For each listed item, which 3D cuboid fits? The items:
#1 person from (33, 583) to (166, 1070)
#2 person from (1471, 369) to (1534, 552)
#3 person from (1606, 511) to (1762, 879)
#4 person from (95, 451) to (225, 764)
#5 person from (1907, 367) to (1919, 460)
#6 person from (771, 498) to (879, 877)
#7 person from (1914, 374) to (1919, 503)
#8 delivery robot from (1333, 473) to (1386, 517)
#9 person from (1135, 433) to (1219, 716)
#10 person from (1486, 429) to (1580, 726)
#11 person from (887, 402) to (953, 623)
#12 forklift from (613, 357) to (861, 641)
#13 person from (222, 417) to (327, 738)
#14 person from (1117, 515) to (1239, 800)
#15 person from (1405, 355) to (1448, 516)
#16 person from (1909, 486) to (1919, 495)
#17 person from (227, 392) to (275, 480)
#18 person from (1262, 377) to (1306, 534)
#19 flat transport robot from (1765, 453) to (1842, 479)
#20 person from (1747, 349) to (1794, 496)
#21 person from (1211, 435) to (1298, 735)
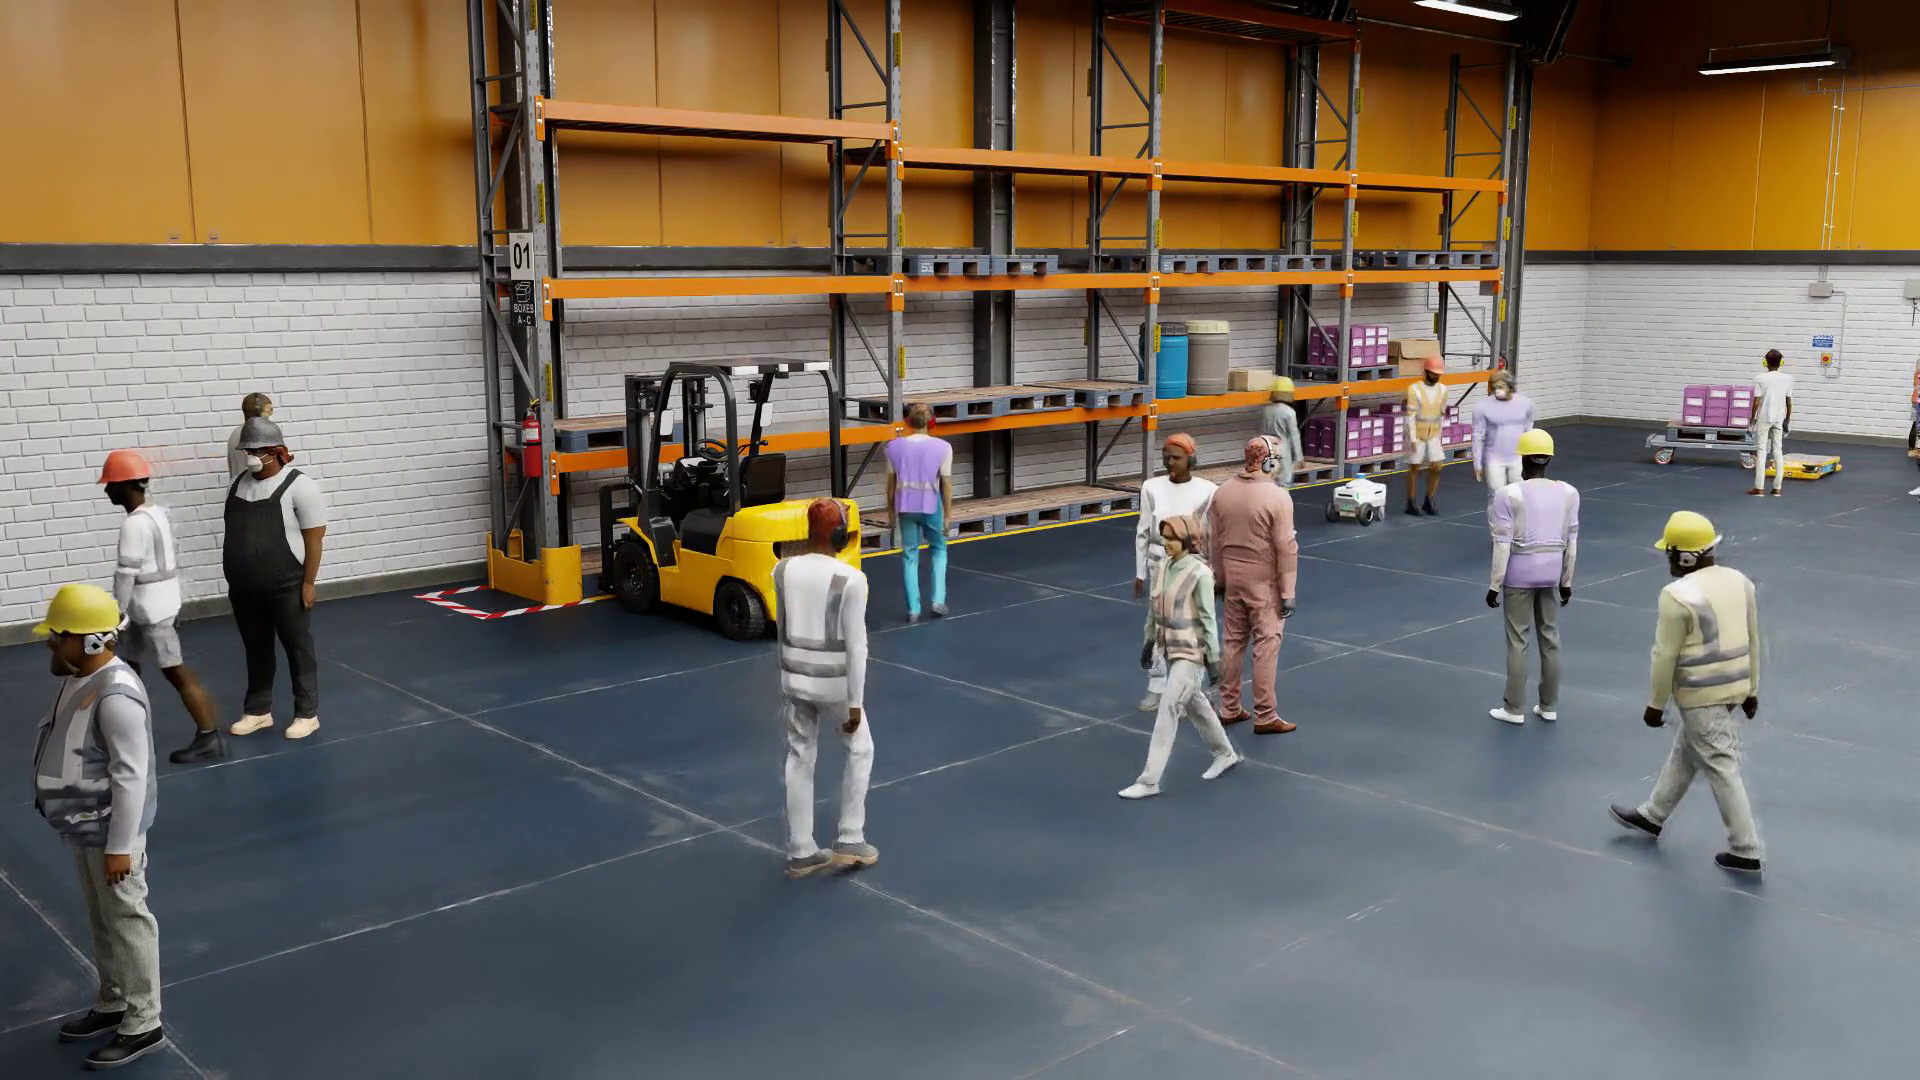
[{"bbox_3d":[-3.250,1.060,6.277,0.404,1.836,0.586,-9,13,-41],"label":"person"},{"bbox_3d":[5.509,-0.793,16.947,0.651,1.897,0.461,0,10,1],"label":"person"},{"bbox_3d":[3.688,0.741,8.299,0.610,1.777,0.877,-7,12,-34],"label":"person"},{"bbox_3d":[-4.901,0.424,9.821,0.973,1.884,0.573,-3,10,-18],"label":"person"},{"bbox_3d":[14.391,-2.039,24.813,0.318,1.700,0.535,1,10,7],"label":"person"},{"bbox_3d":[-0.654,0.715,8.195,0.593,1.866,0.576,5,11,28],"label":"person"},{"bbox_3d":[11.819,-1.382,20.068,0.505,2.020,0.604,-9,13,-41],"label":"person"},{"bbox_3d":[4.564,-0.517,18.977,0.477,0.478,0.707,8,13,40],"label":"delivery robot"},{"bbox_3d":[1.437,0.227,11.004,0.584,1.882,0.337,5,11,26],"label":"person"},{"bbox_3d":[3.698,0.241,10.800,0.592,1.925,0.385,-2,10,-11],"label":"person"},{"bbox_3d":[-0.323,-0.234,13.900,0.571,1.825,0.592,2,10,9],"label":"person"},{"bbox_3d":[-1.847,-0.414,13.852,1.214,2.155,2.313,-9,13,-42],"label":"forklift"},{"bbox_3d":[-4.361,0.239,10.477,0.682,2.000,0.538,2,10,14],"label":"person"},{"bbox_3d":[1.285,0.638,9.446,0.864,1.596,0.537,-4,11,-24],"label":"person"},{"bbox_3d":[5.412,-1.204,19.345,0.554,1.902,0.578,-2,10,-13],"label":"person"},{"bbox_3d":[12.366,-1.487,20.942,0.392,1.920,0.587,-4,11,-24],"label":"person"},{"bbox_3d":[-5.731,-0.239,13.582,0.633,1.936,0.355,9,13,43],"label":"person"},{"bbox_3d":[3.499,-0.906,18.076,0.346,1.735,0.505,-5,11,-26],"label":"person"},{"bbox_3d":[11.742,-1.038,23.131,0.652,0.197,1.431,8,13,40],"label":"flat transport robot"},{"bbox_3d":[10.246,-1.480,21.060,0.518,1.865,0.323,0,10,3],"label":"person"},{"bbox_3d":[1.905,0.281,10.629,0.407,1.906,0.655,-8,12,-38],"label":"person"}]
